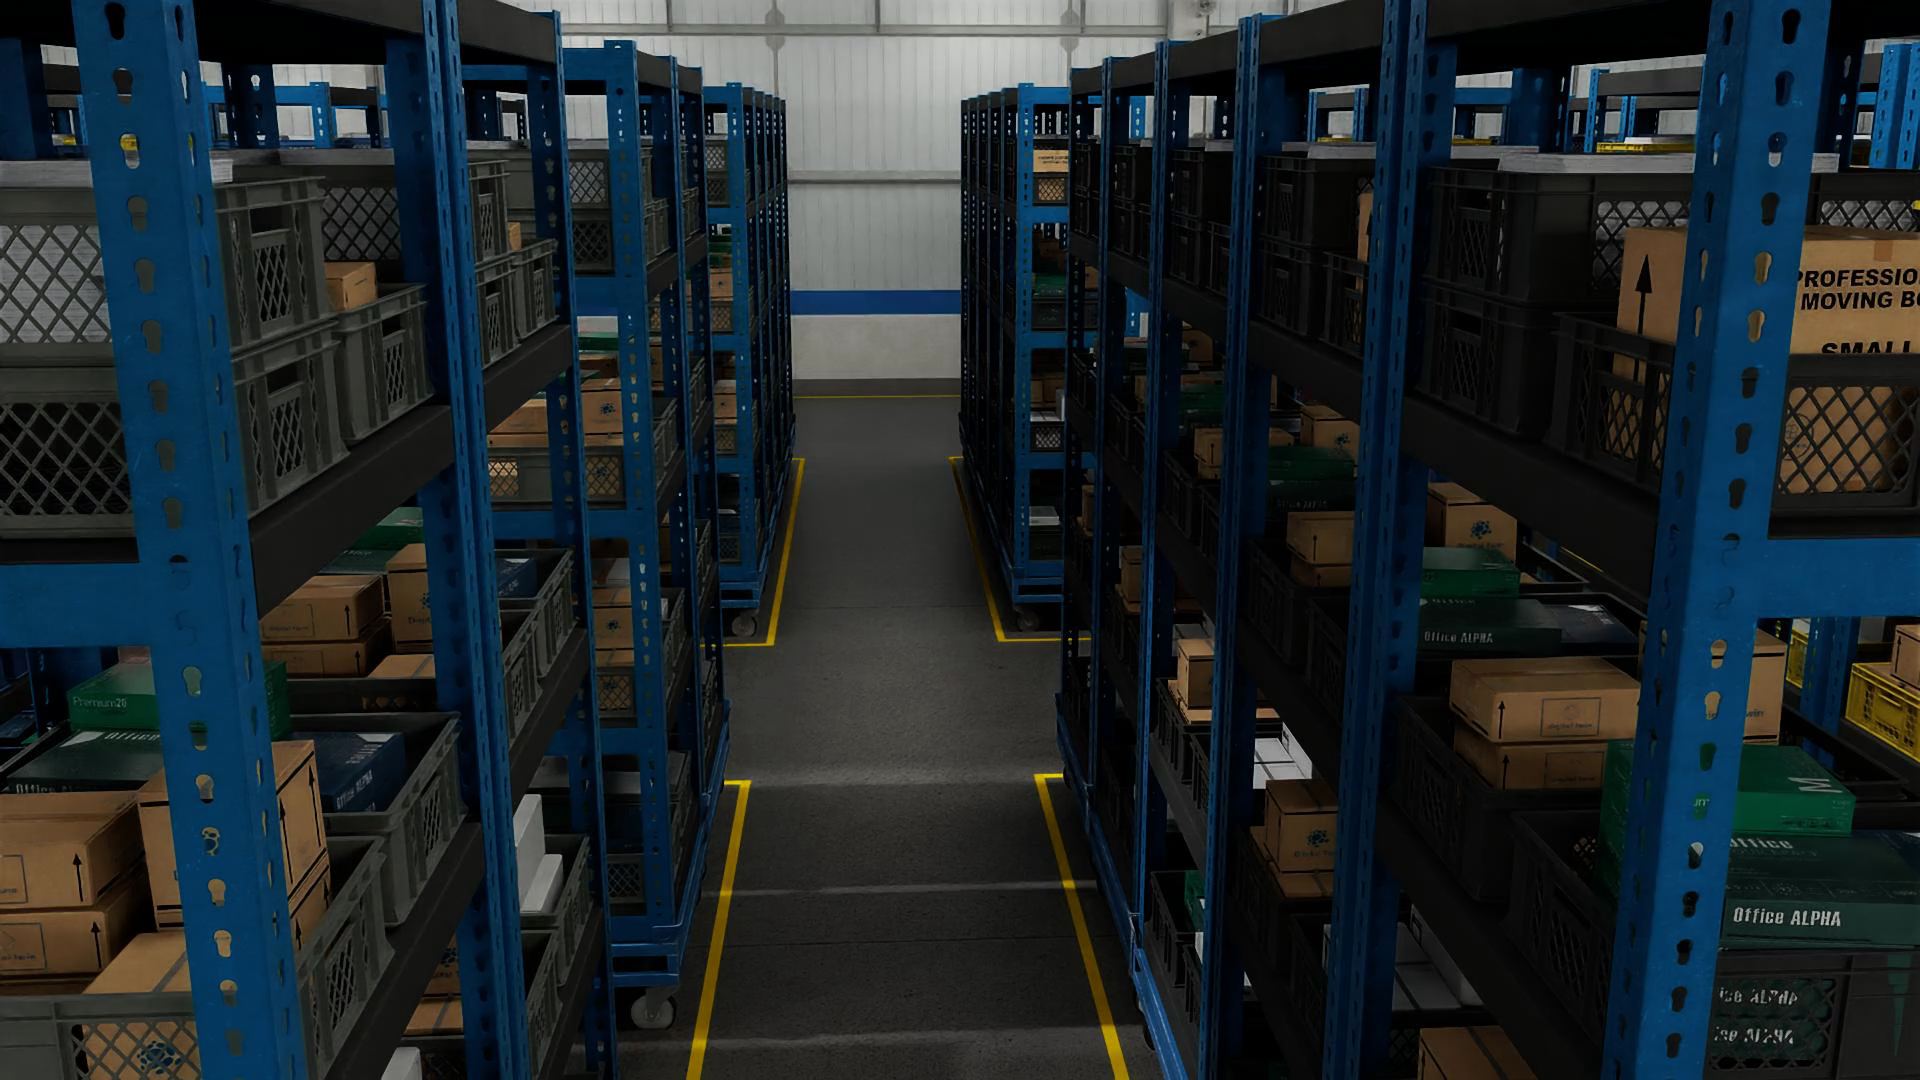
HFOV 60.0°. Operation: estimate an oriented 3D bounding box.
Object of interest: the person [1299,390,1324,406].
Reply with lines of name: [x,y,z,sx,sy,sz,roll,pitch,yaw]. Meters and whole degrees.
person: [2.314,-0.221,10.958,0.655,1.793,0.837,-8,16,-29]
